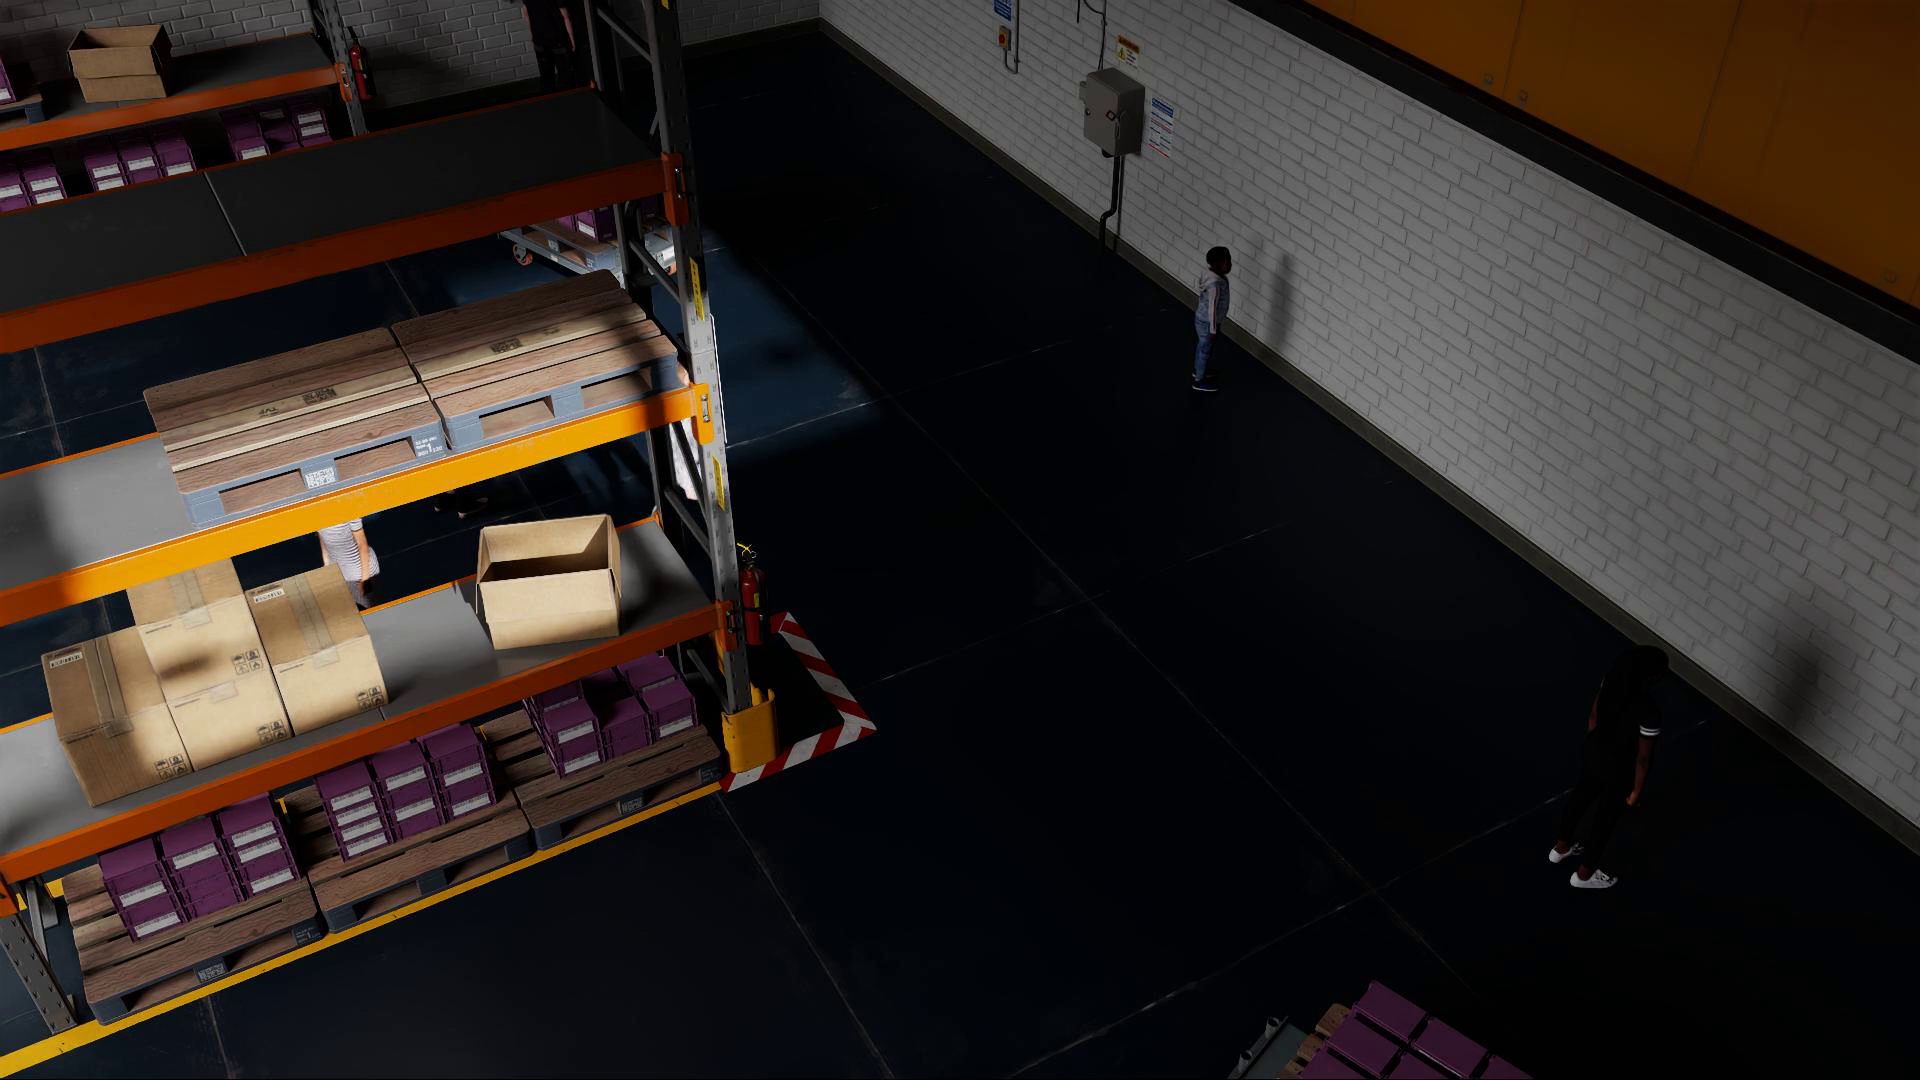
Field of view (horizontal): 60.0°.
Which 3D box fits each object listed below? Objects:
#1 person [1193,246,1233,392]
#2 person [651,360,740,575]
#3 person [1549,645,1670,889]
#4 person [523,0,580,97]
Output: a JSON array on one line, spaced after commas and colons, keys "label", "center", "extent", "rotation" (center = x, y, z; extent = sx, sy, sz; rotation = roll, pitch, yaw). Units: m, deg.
[{"label": "person", "center": [2.018, -1.809, 13.440], "extent": [0.605, 1.258, 0.557], "rotation": [4, 39, 5]}, {"label": "person", "center": [-1.944, -0.477, 11.386], "extent": [0.980, 1.740, 1.224], "rotation": [23, 44, 26]}, {"label": "person", "center": [3.626, 1.242, 9.243], "extent": [0.625, 1.729, 0.661], "rotation": [-12, 40, -14]}, {"label": "person", "center": [-4.212, -5.165, 17.172], "extent": [0.799, 1.845, 0.826], "rotation": [14, 41, 17]}]
